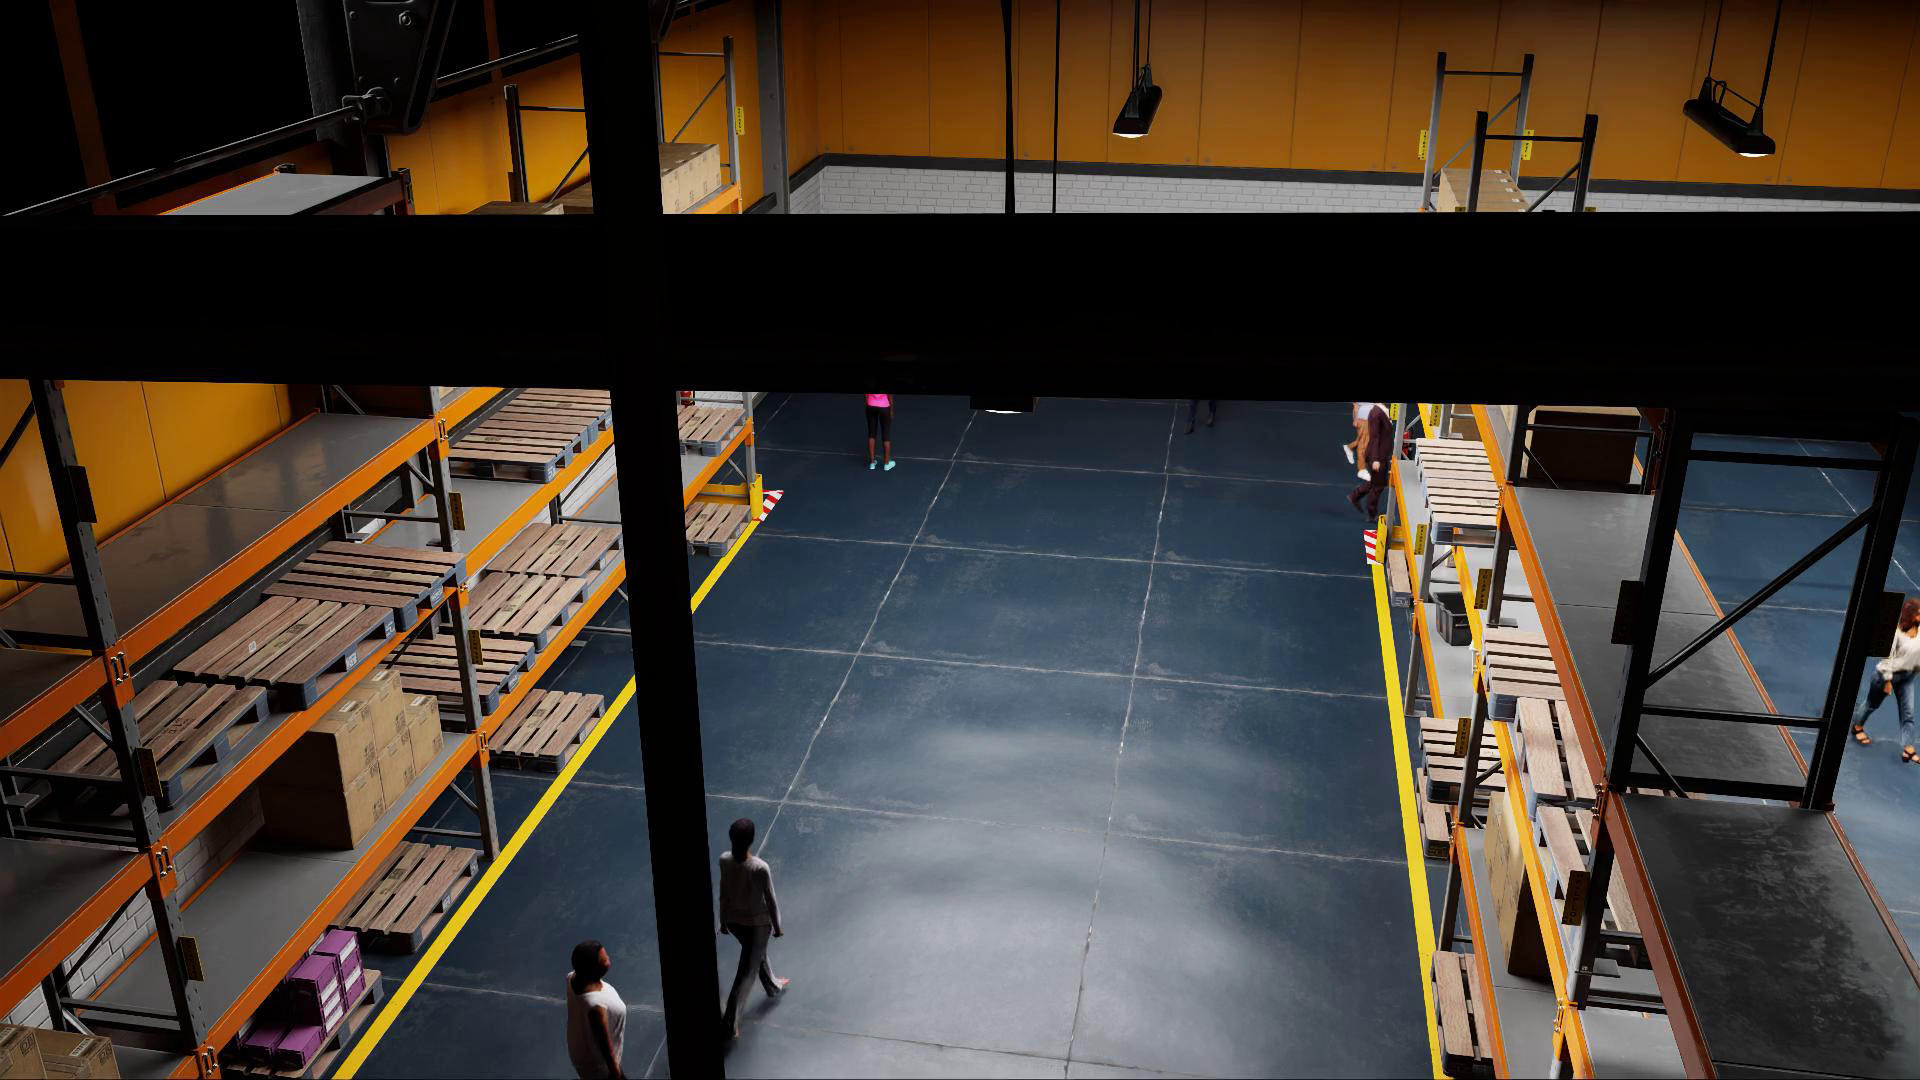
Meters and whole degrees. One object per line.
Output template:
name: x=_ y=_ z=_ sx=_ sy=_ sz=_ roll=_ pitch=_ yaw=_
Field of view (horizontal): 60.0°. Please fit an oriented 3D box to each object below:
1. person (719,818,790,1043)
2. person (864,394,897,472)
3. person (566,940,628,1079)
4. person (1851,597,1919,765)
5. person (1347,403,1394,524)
person: x=-1.591 y=2.878 z=12.193 sx=0.870 sy=1.729 sz=1.200 roll=13 pitch=27 yaw=26
person: x=-1.125 y=-1.806 z=22.912 sx=0.582 sy=1.725 sz=0.579 roll=7 pitch=25 yaw=16
person: x=-2.457 y=3.418 z=11.041 sx=1.049 sy=1.662 sz=1.060 roll=-11 pitch=26 yaw=-23
person: x=8.889 y=1.283 z=15.950 sx=0.935 sy=1.644 sz=1.157 roll=-6 pitch=24 yaw=-14
person: x=5.235 y=-1.095 z=21.130 sx=0.877 sy=1.851 sz=0.884 roll=11 pitch=26 yaw=23
